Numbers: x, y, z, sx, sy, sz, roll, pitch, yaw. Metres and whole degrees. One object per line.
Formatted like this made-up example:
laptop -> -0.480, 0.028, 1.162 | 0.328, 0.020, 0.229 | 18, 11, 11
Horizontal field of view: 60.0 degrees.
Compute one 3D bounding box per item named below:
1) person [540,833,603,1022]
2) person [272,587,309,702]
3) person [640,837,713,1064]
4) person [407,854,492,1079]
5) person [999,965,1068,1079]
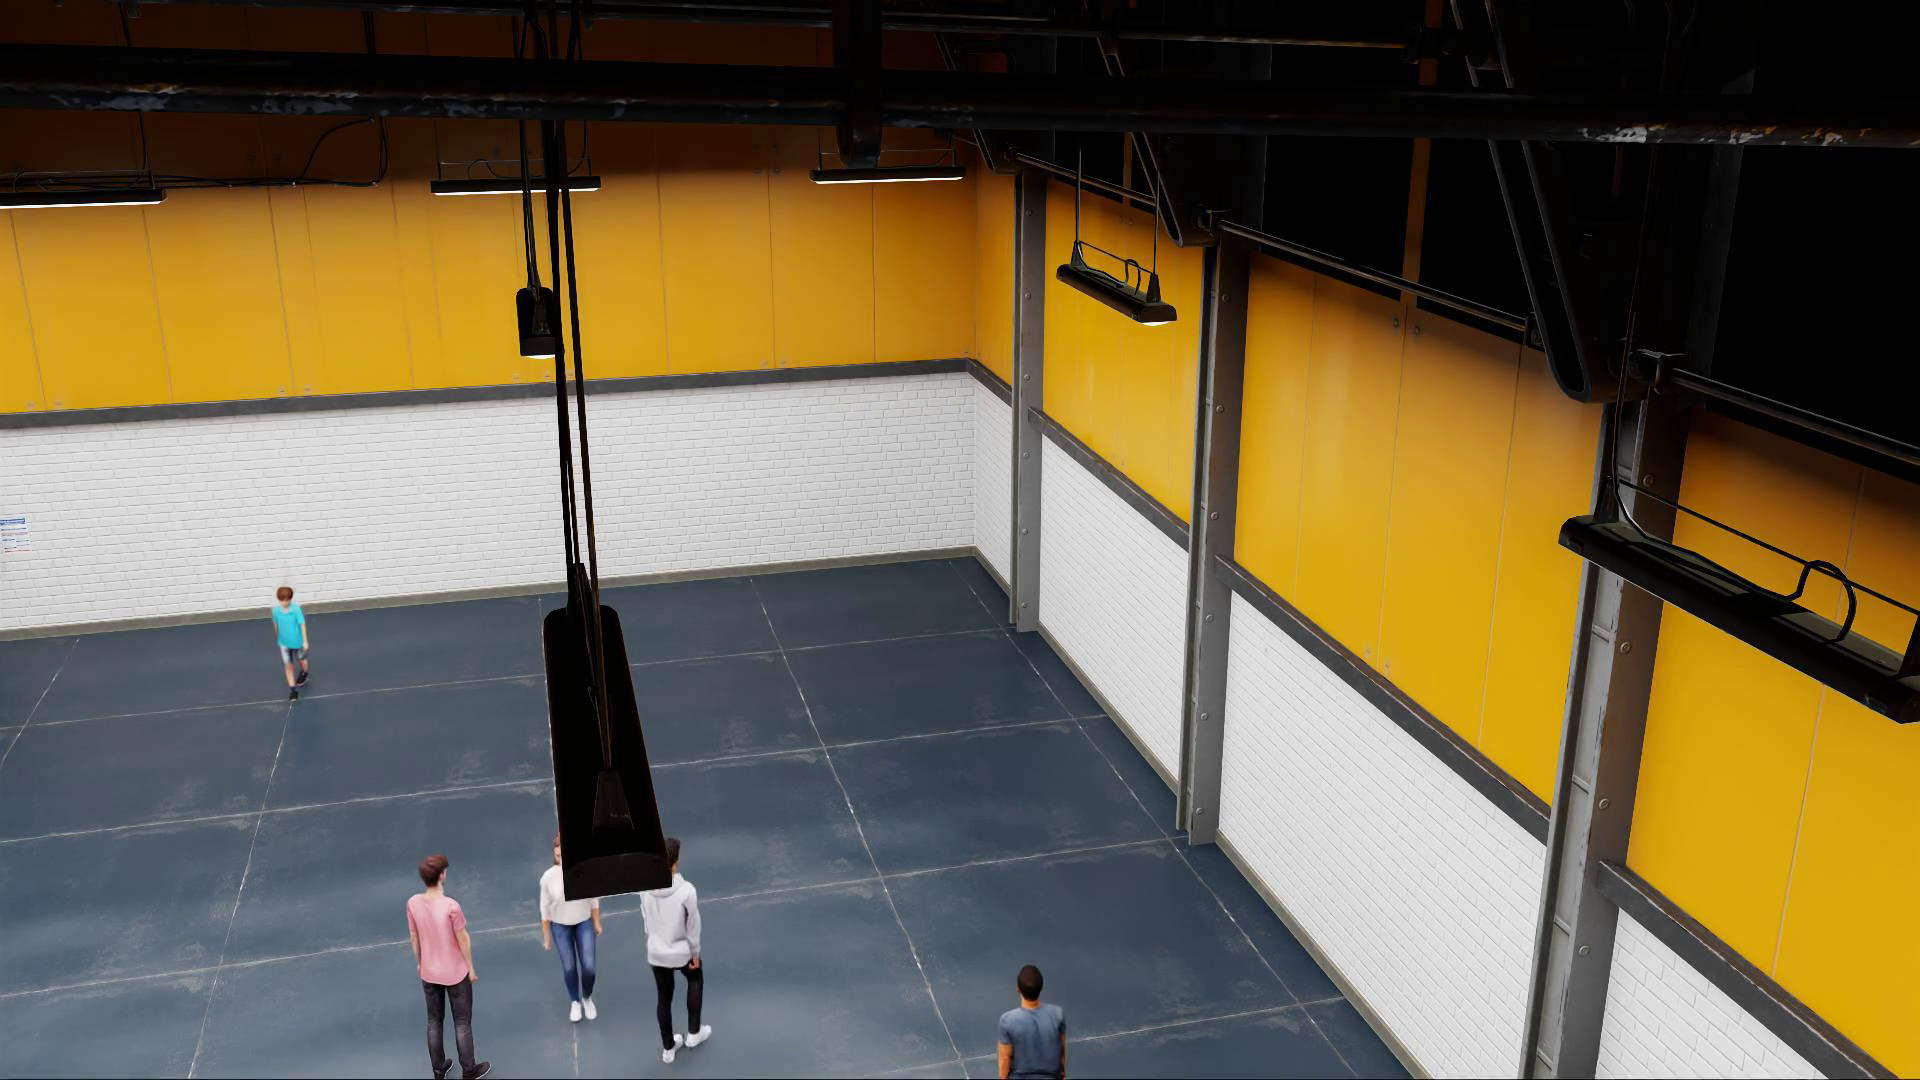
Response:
person -> -3.224, 3.185, 13.826 | 0.632, 1.709, 0.596 | -4, 19, -12
person -> -8.124, 1.200, 20.211 | 0.534, 1.397, 0.995 | -3, 19, -10
person -> -2.323, 3.293, 13.187 | 0.814, 1.914, 0.842 | 3, 19, 10
person -> -4.018, 3.351, 12.935 | 0.709, 1.964, 0.696 | 3, 19, 9
person -> 0.541, 3.854, 11.709 | 0.755, 1.792, 1.045 | -2, 19, -7
